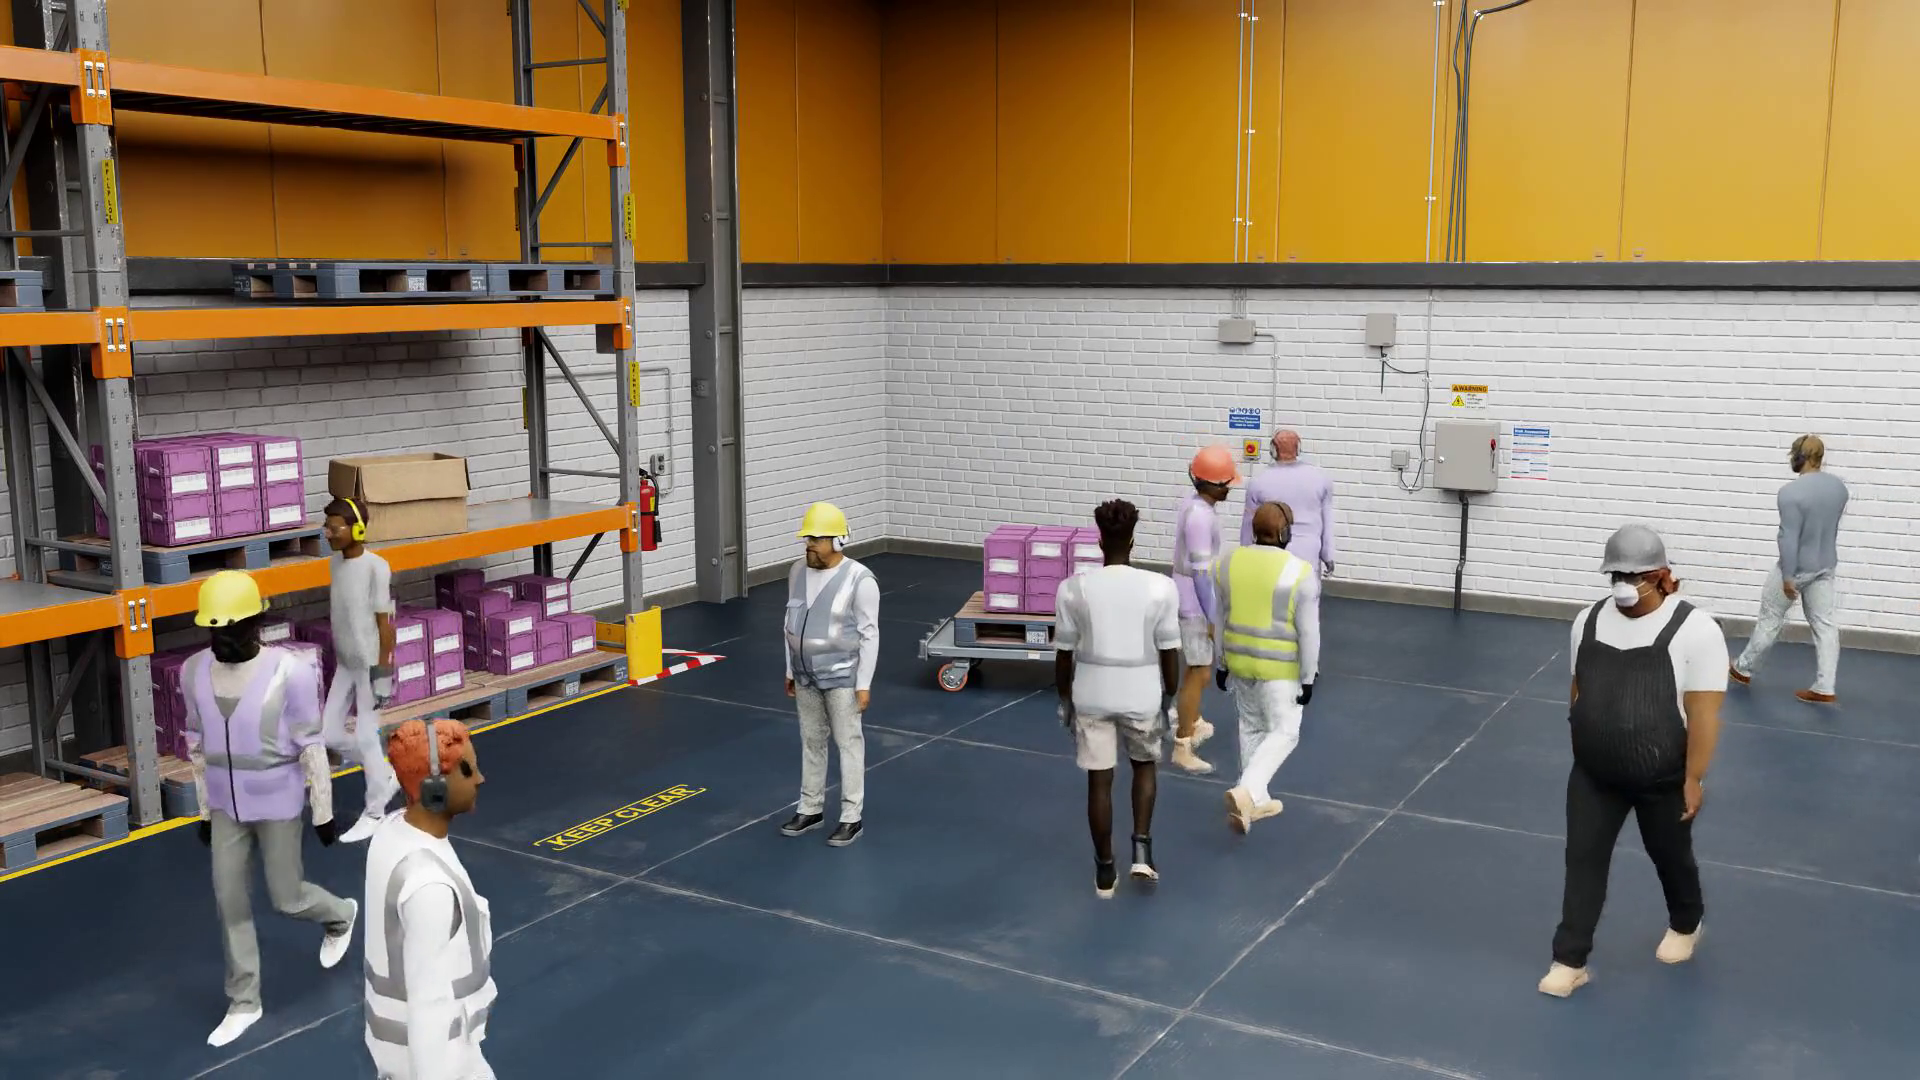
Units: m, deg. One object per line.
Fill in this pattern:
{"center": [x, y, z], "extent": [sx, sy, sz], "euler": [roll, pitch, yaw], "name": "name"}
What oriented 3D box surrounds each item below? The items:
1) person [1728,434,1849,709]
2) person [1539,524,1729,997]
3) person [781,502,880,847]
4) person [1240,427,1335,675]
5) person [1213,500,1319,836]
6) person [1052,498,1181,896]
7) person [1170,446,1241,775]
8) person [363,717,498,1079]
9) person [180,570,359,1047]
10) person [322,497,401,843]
{"center": [5.915, 0.191, 11.858], "extent": [0.645, 1.899, 0.959], "euler": [-3, 10, -18], "name": "person"}
{"center": [2.909, 0.883, 7.110], "extent": [0.985, 2.000, 0.682], "euler": [-9, 13, -44], "name": "person"}
{"center": [-0.712, 0.707, 8.853], "extent": [0.586, 1.835, 0.404], "euler": [6, 11, 34], "name": "person"}
{"center": [2.430, 0.108, 12.389], "extent": [0.699, 1.897, 0.450], "euler": [0, 9, 2], "name": "person"}
{"center": [1.615, 0.698, 8.976], "extent": [0.634, 1.825, 0.694], "euler": [8, 12, 41], "name": "person"}
{"center": [0.757, 0.772, 8.108], "extent": [0.616, 1.948, 0.430], "euler": [1, 9, 4], "name": "person"}
{"center": [1.510, 0.390, 10.341], "extent": [0.398, 2.005, 0.856], "euler": [1, 9, 9], "name": "person"}
{"center": [-1.518, 1.389, 4.552], "extent": [0.907, 1.853, 0.575], "euler": [-5, 11, -30], "name": "person"}
{"center": [-2.777, 1.018, 6.743], "extent": [0.587, 1.902, 0.734], "euler": [2, 9, 12], "name": "person"}
{"center": [-3.201, 0.688, 8.924], "extent": [0.514, 1.858, 0.436], "euler": [6, 11, 32], "name": "person"}
